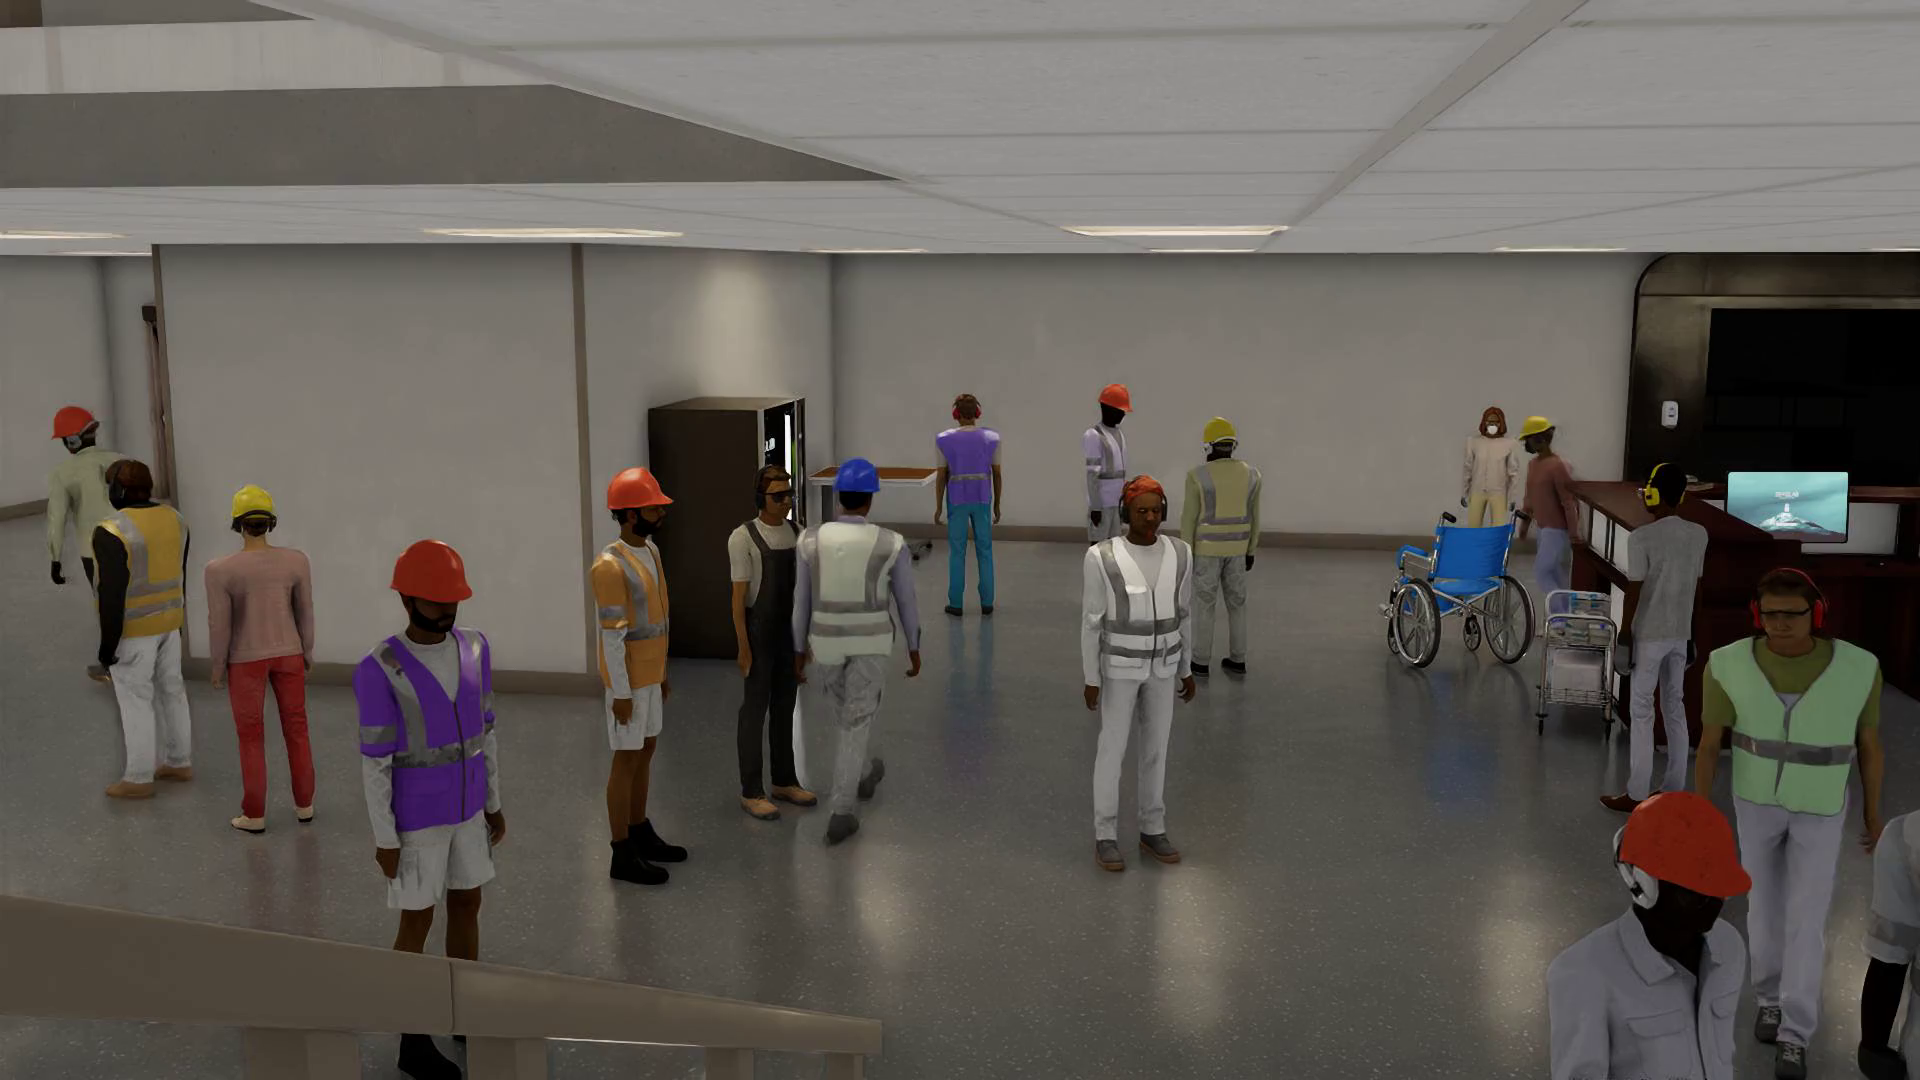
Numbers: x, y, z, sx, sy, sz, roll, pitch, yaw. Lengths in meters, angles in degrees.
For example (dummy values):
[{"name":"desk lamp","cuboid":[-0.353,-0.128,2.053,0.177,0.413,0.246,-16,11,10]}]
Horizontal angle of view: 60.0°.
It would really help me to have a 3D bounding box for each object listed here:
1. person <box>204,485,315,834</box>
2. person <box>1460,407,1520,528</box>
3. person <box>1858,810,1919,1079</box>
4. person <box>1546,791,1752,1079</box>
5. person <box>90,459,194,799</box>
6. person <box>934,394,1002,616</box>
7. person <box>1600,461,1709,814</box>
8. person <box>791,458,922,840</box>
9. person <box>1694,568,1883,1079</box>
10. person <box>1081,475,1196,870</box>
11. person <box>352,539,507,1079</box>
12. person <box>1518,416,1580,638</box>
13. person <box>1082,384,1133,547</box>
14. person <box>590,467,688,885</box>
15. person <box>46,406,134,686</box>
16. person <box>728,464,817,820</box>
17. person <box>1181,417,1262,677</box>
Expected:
[{"name":"person","cuboid":[-3.549,0.604,8.465,0.525,1.769,0.315,-8,12,-41]},{"name":"person","cuboid":[4.808,-0.400,15.104,0.504,1.627,0.286,5,10,28]},{"name":"person","cuboid":[2.410,1.260,3.851,0.615,1.952,0.386,6,11,32]},{"name":"person","cuboid":[1.517,1.391,3.643,0.564,1.751,0.342,-5,11,-29]},{"name":"person","cuboid":[-4.453,0.476,9.041,0.429,1.841,0.634,2,9,13]},{"name":"person","cuboid":[0.069,-0.283,13.711,0.563,1.839,0.389,-2,9,-11]},{"name":"person","cuboid":[3.642,0.522,8.689,0.507,1.862,0.326,-4,10,-21]},{"name":"person","cuboid":[-0.516,0.524,8.576,0.643,1.889,1.012,3,10,15]},{"name":"person","cuboid":[2.941,0.994,5.933,0.604,1.802,0.779,6,11,31]},{"name":"person","cuboid":[0.856,0.628,7.950,0.587,1.882,0.341,-4,10,-21]},{"name":"person","cuboid":[-1.829,0.947,5.862,0.376,1.931,0.541,6,11,33]},{"name":"person","cuboid":[4.568,-0.092,12.873,0.541,1.726,0.540,0,9,-2]},{"name":"person","cuboid":[1.230,-0.317,13.649,0.373,1.927,0.543,6,11,31]},{"name":"person","cuboid":[-1.501,0.624,7.796,0.352,1.942,0.545,2,9,9]},{"name":"person","cuboid":[-5.757,0.076,11.158,0.916,1.936,0.639,5,11,29]},{"name":"person","cuboid":[-0.973,0.522,8.720,0.346,1.846,0.505,7,12,39]},{"name":"person","cuboid":[1.816,0.053,11.699,0.595,1.824,0.403,-3,10,-19]}]
